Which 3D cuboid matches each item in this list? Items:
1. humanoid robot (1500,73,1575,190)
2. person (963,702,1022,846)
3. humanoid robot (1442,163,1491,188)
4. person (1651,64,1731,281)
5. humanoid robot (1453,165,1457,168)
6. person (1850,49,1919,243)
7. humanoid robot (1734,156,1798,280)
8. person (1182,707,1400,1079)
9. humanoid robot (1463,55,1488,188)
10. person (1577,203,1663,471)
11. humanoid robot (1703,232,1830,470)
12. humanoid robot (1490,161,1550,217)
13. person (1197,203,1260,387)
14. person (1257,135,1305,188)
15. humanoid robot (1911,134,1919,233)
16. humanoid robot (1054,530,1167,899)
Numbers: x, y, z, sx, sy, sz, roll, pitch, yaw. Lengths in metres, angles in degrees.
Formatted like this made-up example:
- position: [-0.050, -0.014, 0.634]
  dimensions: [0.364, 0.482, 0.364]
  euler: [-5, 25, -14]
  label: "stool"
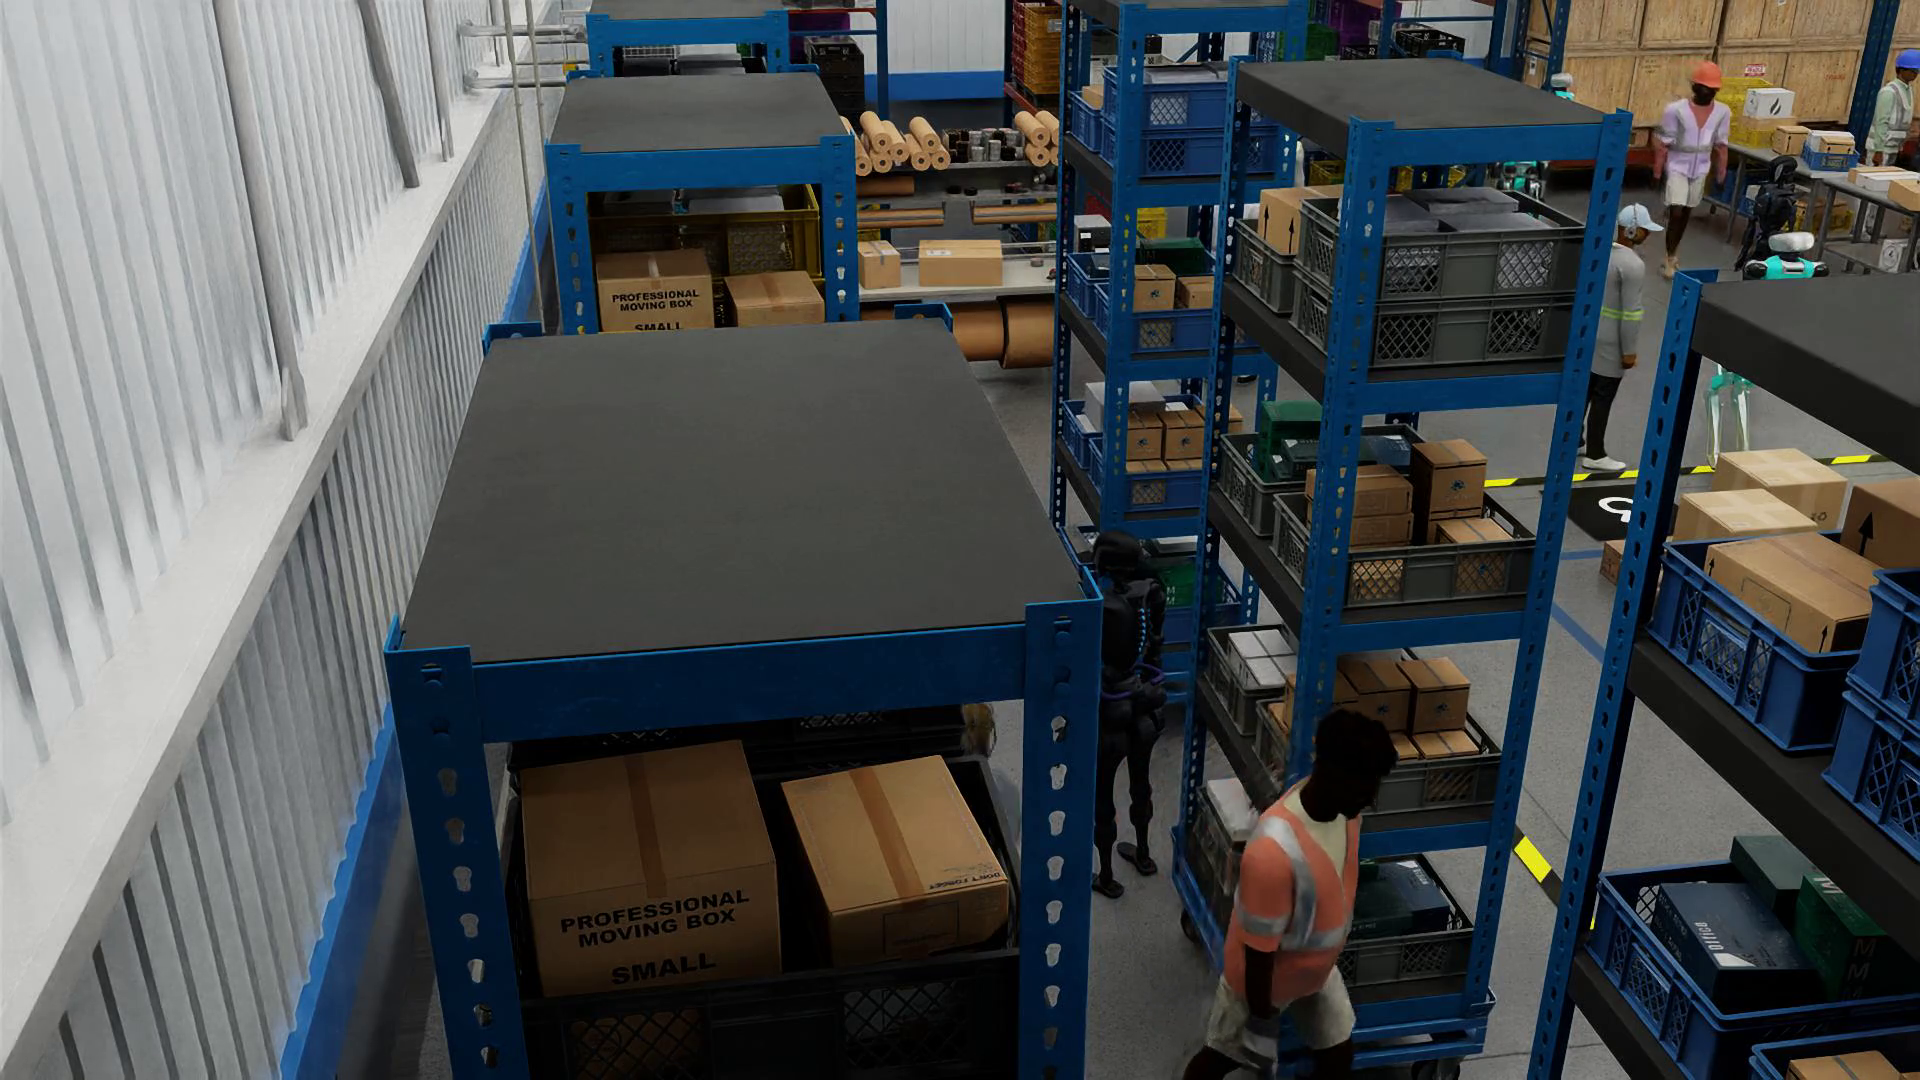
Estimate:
- position: [5.728, -3.857, 16.818]
  dimensions: [0.740, 1.699, 0.531]
  euler: [5, 25, 12]
  label: "humanoid robot"
- position: [-0.047, 1.395, 5.342]
  dimensions: [0.350, 1.893, 0.700]
  euler: [16, 29, 32]
  label: "person"
- position: [5.124, -3.774, 16.799]
  dimensions: [0.599, 1.657, 0.315]
  euler: [3, 25, 6]
  label: "humanoid robot"
- position: [6.944, -3.451, 15.724]
  dimensions: [0.625, 2.009, 0.905]
  euler: [0, 25, 0]
  label: "person"
- position: [5.302, -4.465, 18.267]
  dimensions: [0.534, 1.813, 0.660]
  euler: [-12, 27, -24]
  label: "humanoid robot"
- position: [9.507, -4.039, 17.068]
  dimensions: [0.601, 1.949, 0.388]
  euler: [-23, 33, -40]
  label: "person"
- position: [6.613, -2.317, 13.631]
  dimensions: [0.315, 1.657, 0.599]
  euler: [-3, 25, -7]
  label: "humanoid robot"
- position: [1.112, 1.386, 5.317]
  dimensions: [0.963, 1.904, 0.730]
  euler: [20, 31, 36]
  label: "person"
- position: [5.930, -4.694, 18.898]
  dimensions: [0.616, 1.636, 0.770]
  euler: [-7, 26, -14]
  label: "humanoid robot"
- position: [4.488, -1.395, 11.440]
  dimensions: [0.396, 1.849, 0.587]
  euler: [-4, 25, -8]
  label: "person"
- position: [5.346, -1.310, 11.229]
  dimensions: [0.533, 1.677, 0.735]
  euler: [1, 25, 1]
  label: "humanoid robot"
- position: [5.184, -3.068, 15.270]
  dimensions: [0.548, 1.824, 0.889]
  euler: [1, 25, 2]
  label: "humanoid robot"
- position: [2.136, -2.098, 12.993]
  dimensions: [0.590, 1.827, 0.404]
  euler: [12, 27, 24]
  label: "person"
- position: [2.754, -2.946, 14.828]
  dimensions: [0.621, 1.838, 0.429]
  euler: [11, 27, 23]
  label: "person"
- position: [9.831, -3.686, 16.646]
  dimensions: [0.608, 1.639, 0.659]
  euler: [0, 25, 0]
  label: "humanoid robot"
- position: [0.655, 0.725, 7.018]
  dimensions: [0.599, 1.657, 0.315]
  euler: [-19, 31, -36]
  label: "humanoid robot"
